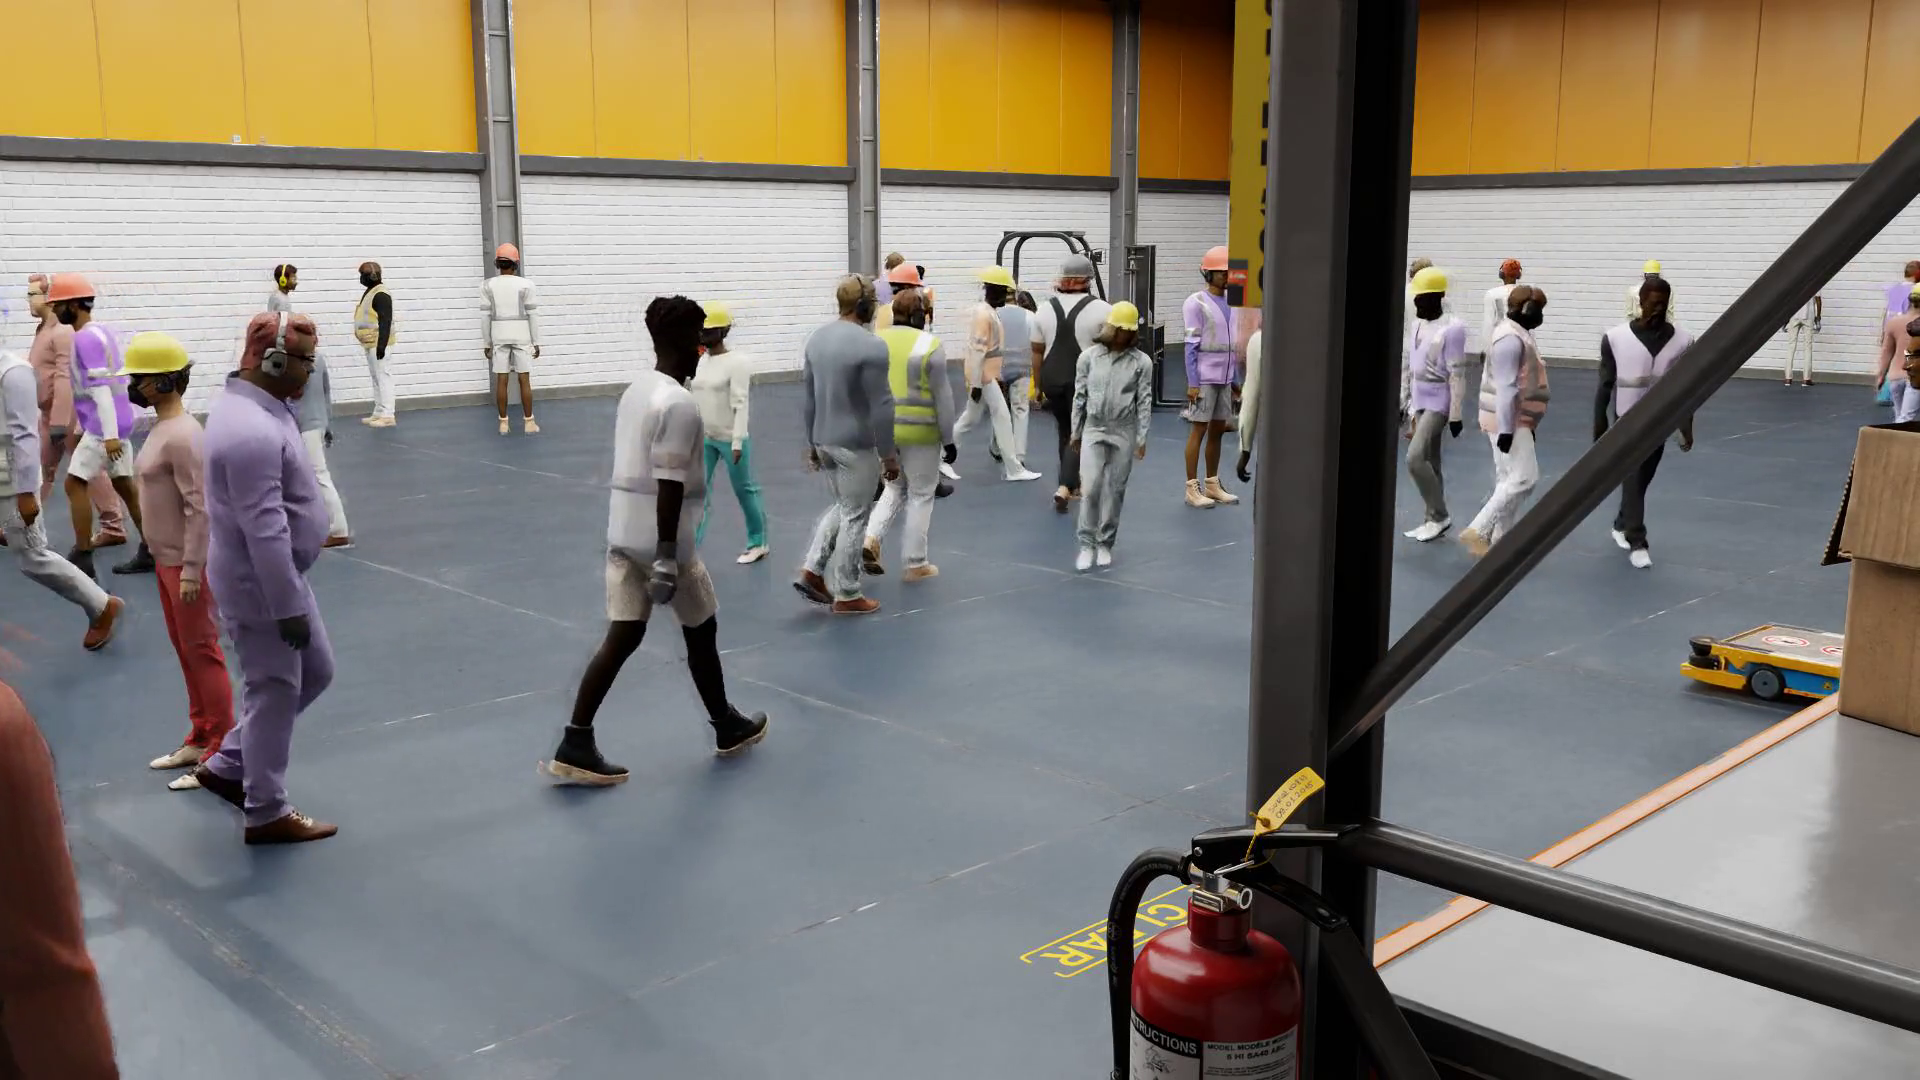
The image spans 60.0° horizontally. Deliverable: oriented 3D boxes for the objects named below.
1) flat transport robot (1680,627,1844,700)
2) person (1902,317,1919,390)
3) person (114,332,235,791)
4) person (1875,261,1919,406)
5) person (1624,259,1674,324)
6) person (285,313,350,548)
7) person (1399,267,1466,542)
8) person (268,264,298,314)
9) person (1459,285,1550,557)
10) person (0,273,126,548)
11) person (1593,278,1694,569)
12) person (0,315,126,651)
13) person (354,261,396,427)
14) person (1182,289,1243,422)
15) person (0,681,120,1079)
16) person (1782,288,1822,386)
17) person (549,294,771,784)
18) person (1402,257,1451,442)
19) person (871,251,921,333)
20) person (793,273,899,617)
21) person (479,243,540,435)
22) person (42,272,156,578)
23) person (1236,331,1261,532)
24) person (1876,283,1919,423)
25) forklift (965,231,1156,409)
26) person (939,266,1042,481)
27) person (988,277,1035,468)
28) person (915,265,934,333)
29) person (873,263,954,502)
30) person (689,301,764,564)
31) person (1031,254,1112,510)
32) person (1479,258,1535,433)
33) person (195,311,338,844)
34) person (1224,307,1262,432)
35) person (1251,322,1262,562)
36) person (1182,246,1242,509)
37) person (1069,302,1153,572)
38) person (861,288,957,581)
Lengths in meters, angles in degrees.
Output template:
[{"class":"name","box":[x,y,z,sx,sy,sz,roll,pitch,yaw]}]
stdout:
[{"class":"flat transport robot","box":[4.147,0.618,7.601,0.652,0.197,1.431,-9,14,-40]},{"class":"person","box":[3.523,0.111,6.040,0.324,1.860,0.516,10,14,44]},{"class":"person","box":[-3.042,0.081,6.453,0.313,1.767,0.533,-7,13,-35]},{"class":"person","box":[11.888,-2.563,20.762,0.939,1.796,0.596,-2,11,-10]},{"class":"person","box":[8.923,-2.718,21.568,0.592,1.824,0.403,2,11,13]},{"class":"person","box":[-4.555,-0.732,11.315,0.801,1.592,0.523,1,10,4]},{"class":"person","box":[3.266,-0.932,11.595,0.468,1.910,0.609,-2,11,-9]},{"class":"person","box":[-7.244,-1.993,17.584,0.655,1.841,0.568,-5,11,-24]},{"class":"person","box":[3.593,-0.739,10.812,0.431,1.816,0.653,4,11,21]},{"class":"person","box":[-6.151,-0.836,11.162,0.932,1.863,0.674,-9,14,-40]},{"class":"person","box":[4.524,-0.798,11.020,0.595,1.866,1.011,0,10,2]},{"class":"person","box":[-4.655,-0.306,8.180,0.621,1.921,0.884,5,12,26]},{"class":"person","box":[-6.555,-2.193,18.648,0.429,1.844,0.621,-6,12,-31]},{"class":"person","box":[2.950,-2.227,18.954,0.940,1.807,0.519,-5,12,-25]},{"class":"person","box":[-1.439,0.788,2.085,0.617,1.949,0.959,7,12,33]},{"class":"person","box":[11.969,-3.123,23.638,0.517,1.874,0.327,8,13,36]},{"class":"person","box":[-1.211,-0.005,6.562,0.987,1.904,0.613,-8,13,-37]},{"class":"person","box":[4.672,-1.921,16.954,0.640,1.919,0.700,-1,10,-6]},{"class":"person","box":[-0.762,-2.444,19.750,0.627,1.940,0.371,-2,11,-9]},{"class":"person","box":[-0.624,-0.517,9.300,0.437,1.927,0.638,-8,13,-37]},{"class":"person","box":[-4.803,-2.139,17.796,0.605,2.045,0.379,-1,10,-5]},{"class":"person","box":[-5.411,-0.691,10.293,0.815,1.900,0.614,-4,11,-18]},{"class":"person","box":[1.838,-0.502,9.044,0.659,1.978,0.440,1,10,7]},{"class":"person","box":[8.461,-1.411,14.683,0.880,1.719,0.554,-6,12,-31]},{"class":"forklift","box":[1.222,-2.721,20.561,2.313,2.155,1.214,2,11,13]},{"class":"person","box":[0.184,-1.440,14.485,0.965,1.881,0.608,0,10,2]},{"class":"person","box":[0.453,-1.531,15.235,0.623,1.766,0.975,-1,10,-6]},{"class":"person","box":[-0.632,-3.221,24.674,0.528,1.691,0.320,3,11,18]},{"class":"person","box":[-0.412,-1.262,13.398,0.853,1.899,0.536,-6,12,-31]},{"class":"person","box":[-1.550,-0.649,10.554,0.549,1.710,0.925,7,12,32]},{"class":"person","box":[0.886,-1.267,13.052,0.691,2.000,0.952,6,12,31]},{"class":"person","box":[5.883,-2.074,17.881,0.573,1.883,0.354,-1,10,-3]},{"class":"person","box":[-2.390,0.153,5.756,0.437,1.877,0.678,-4,11,-21]},{"class":"person","box":[3.199,-2.095,18.080,0.998,1.853,0.662,-6,12,-29]},{"class":"person","box":[2.174,-0.651,10.858,0.481,1.619,0.527,-3,11,-14]},{"class":"person","box":[2.011,-1.277,13.096,0.605,2.045,0.378,-9,14,-42]},{"class":"person","box":[0.958,-0.652,10.578,0.523,1.703,0.633,0,10,2]},{"class":"person","box":[-0.341,-0.629,10.208,0.628,1.816,0.498,7,12,33]}]
